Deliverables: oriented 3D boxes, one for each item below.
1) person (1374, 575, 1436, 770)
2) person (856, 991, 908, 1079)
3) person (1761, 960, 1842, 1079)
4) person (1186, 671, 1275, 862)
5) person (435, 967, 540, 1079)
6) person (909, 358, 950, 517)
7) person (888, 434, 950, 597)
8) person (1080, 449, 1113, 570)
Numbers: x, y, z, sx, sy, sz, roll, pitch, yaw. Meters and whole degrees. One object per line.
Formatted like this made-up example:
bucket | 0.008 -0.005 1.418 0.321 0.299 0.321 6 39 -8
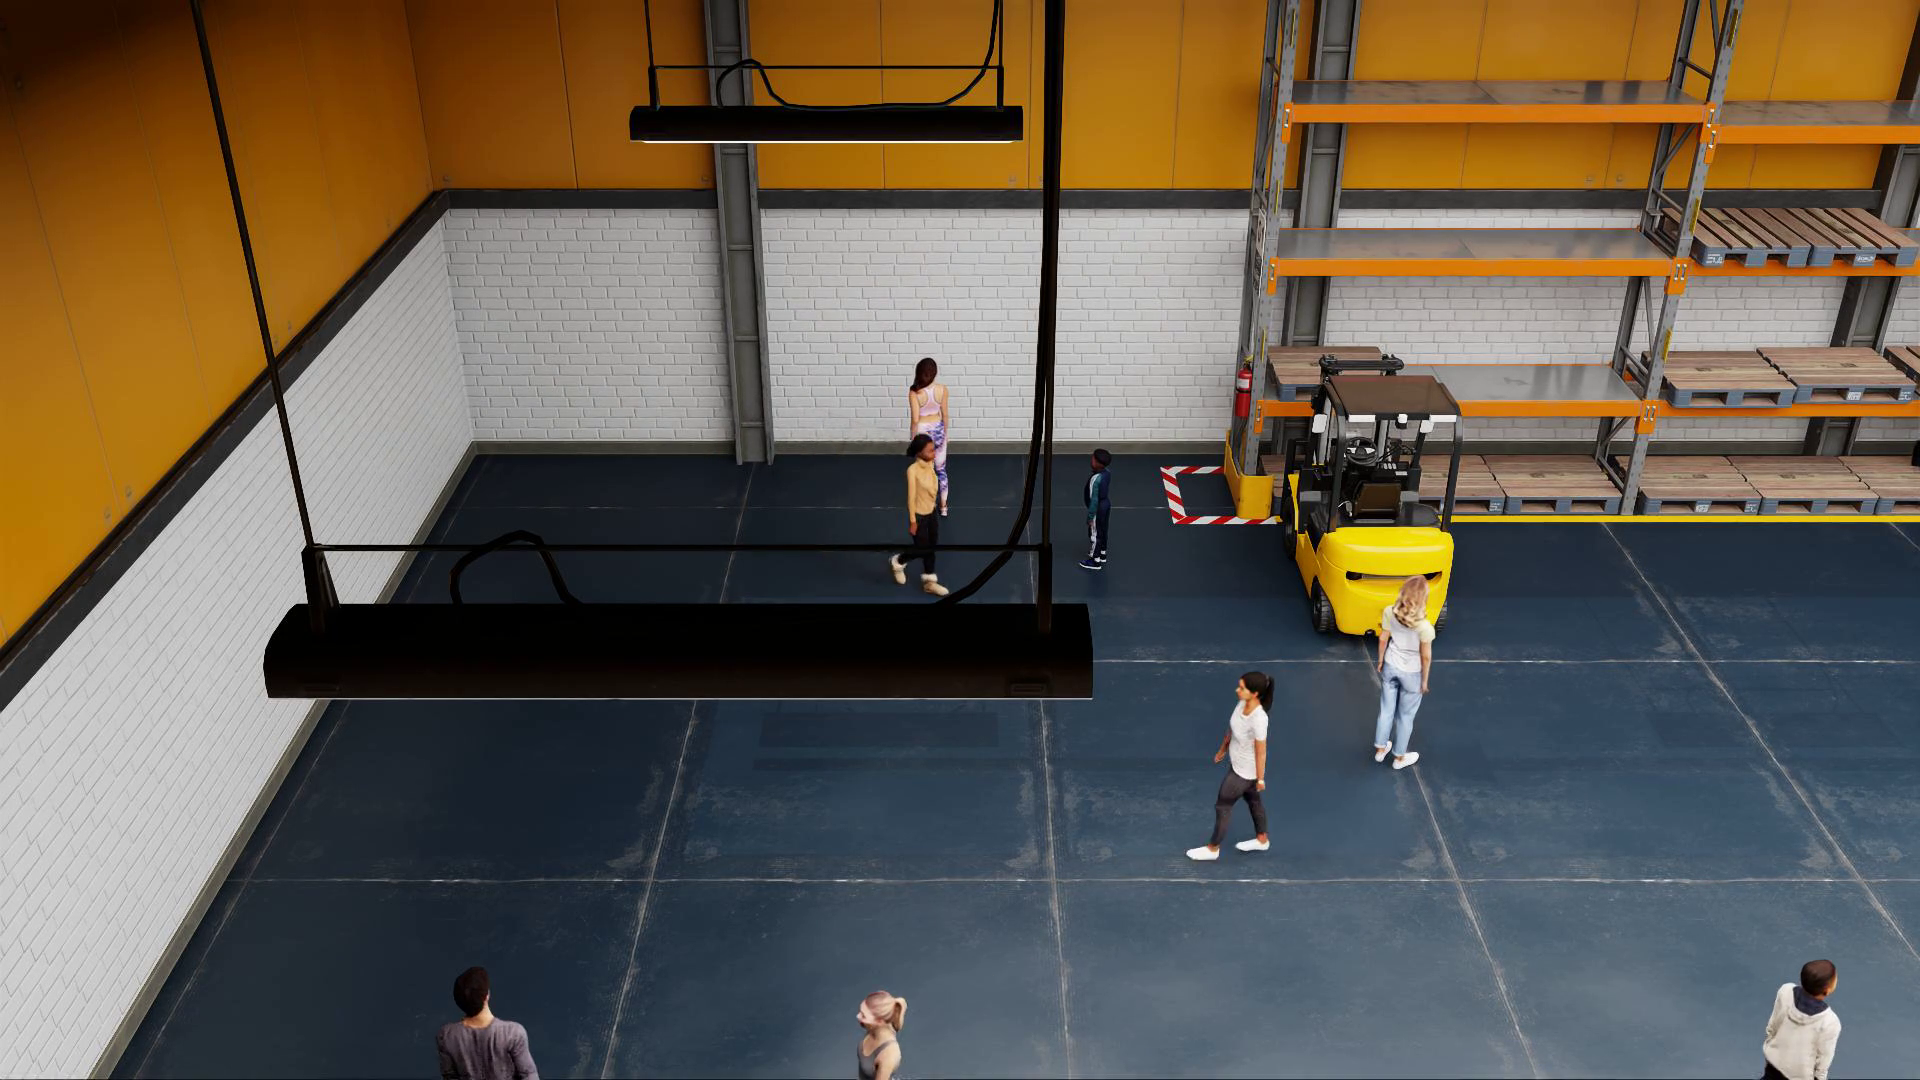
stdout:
person | 3.534 1.051 13.263 0.701 1.726 0.764 25 37 38
person | -0.361 3.203 9.361 0.932 1.685 0.719 -8 30 -14
person | 4.876 3.087 9.819 0.783 1.450 0.729 -12 31 -21
person | 2.191 1.659 12.260 0.867 1.620 0.577 0 29 0
person | -2.576 3.183 9.234 0.611 1.841 0.770 1 29 2
person | -0.313 -1.047 17.062 0.586 1.771 0.724 -11 30 -19
person | -0.412 -0.245 15.719 0.977 1.649 0.850 16 32 26
person | 1.350 -0.319 16.265 0.586 1.256 0.571 14 32 24
